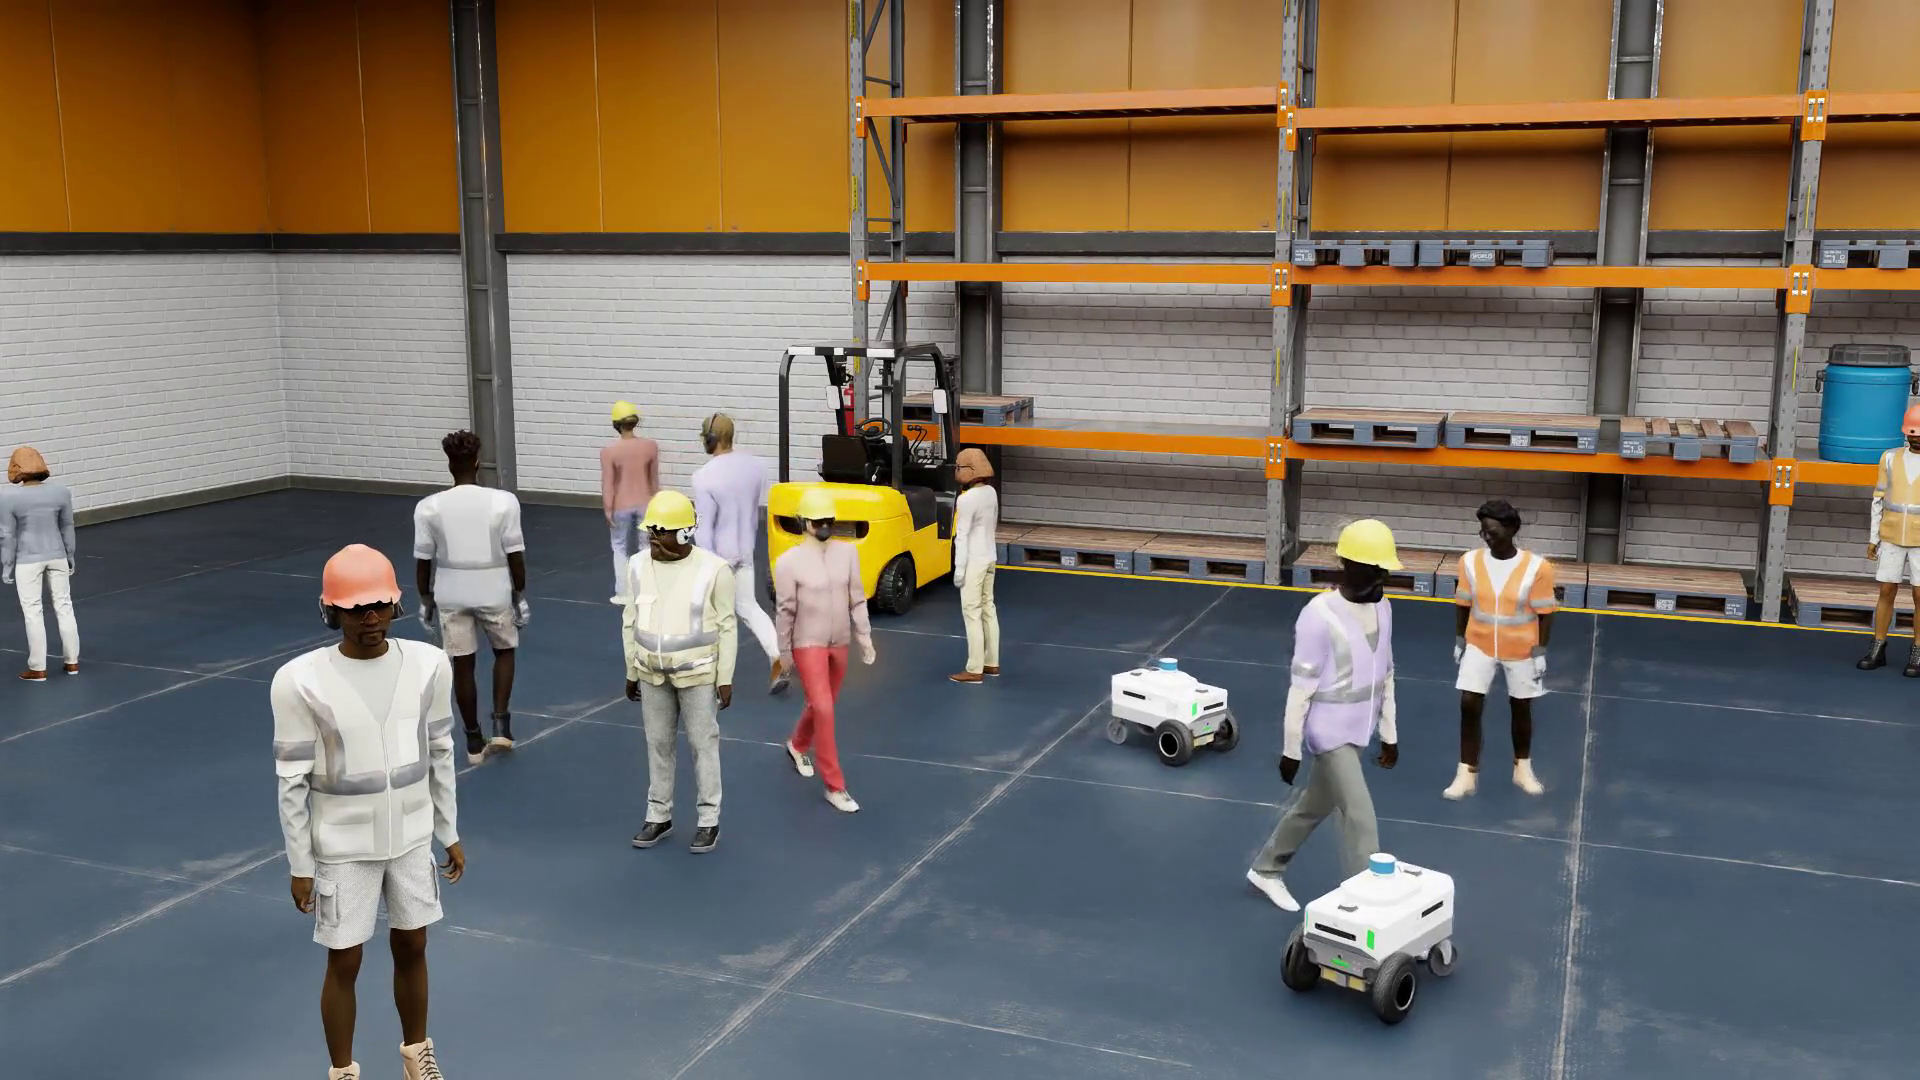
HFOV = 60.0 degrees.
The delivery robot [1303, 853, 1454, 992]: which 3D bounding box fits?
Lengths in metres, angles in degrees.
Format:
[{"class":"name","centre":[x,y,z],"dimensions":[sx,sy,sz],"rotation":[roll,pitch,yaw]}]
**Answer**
[{"class":"delivery robot","centre":[1.707,1.516,6.753],"dimensions":[0.477,0.478,0.707],"rotation":[10,14,43]}]

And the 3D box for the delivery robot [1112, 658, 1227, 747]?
[{"class":"delivery robot","centre":[1.240,0.948,9.916],"dimensions":[0.477,0.478,0.707],"rotation":[-9,13,-41]}]

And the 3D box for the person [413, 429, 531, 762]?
[{"class":"person","centre":[-2.848,0.325,9.730],"dimensions":[0.645,1.953,0.456],"rotation":[-2,10,-11]}]

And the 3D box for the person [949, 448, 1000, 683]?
[{"class":"person","centre":[0.107,0.176,11.503],"dimensions":[0.280,1.625,0.493],"rotation":[5,11,27]}]

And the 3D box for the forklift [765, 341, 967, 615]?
[{"class":"forklift","centre":[-0.739,-0.602,14.246],"dimensions":[1.214,2.155,2.313],"rotation":[4,11,21]}]

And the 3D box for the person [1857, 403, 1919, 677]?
[{"class":"person","centre":[6.652,-0.004,11.651],"dimensions":[0.372,1.929,0.543],"rotation":[-10,14,-43]}]

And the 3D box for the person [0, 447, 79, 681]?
[{"class":"person","centre":[-6.391,0.164,11.548],"dimensions":[0.289,1.632,0.497],"rotation":[8,13,37]}]

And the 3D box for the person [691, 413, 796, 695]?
[{"class":"person","centre":[-1.514,0.105,11.095],"dimensions":[0.867,1.918,0.629],"rotation":[8,13,39]}]

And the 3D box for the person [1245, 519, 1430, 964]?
[{"class":"person","centre":[1.653,0.815,7.274],"dimensions":[1.014,1.874,0.590],"rotation":[10,14,43]}]

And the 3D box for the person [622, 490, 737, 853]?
[{"class":"person","centre":[-1.405,0.652,8.275],"dimensions":[0.597,1.827,0.403],"rotation":[3,11,16]}]

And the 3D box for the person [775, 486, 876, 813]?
[{"class":"person","centre":[-0.787,0.547,9.115],"dimensions":[0.520,1.733,0.858],"rotation":[-9,13,-40]}]

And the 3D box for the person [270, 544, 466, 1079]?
[{"class":"person","centre":[-1.976,1.017,5.647],"dimensions":[0.607,2.044,0.378],"rotation":[-8,13,-39]}]

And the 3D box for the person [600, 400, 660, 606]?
[{"class":"person","centre":[-2.689,-0.282,13.707],"dimensions":[0.532,1.743,0.678],"rotation":[-6,12,-31]}]

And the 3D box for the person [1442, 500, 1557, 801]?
[{"class":"person","centre":[2.956,0.597,9.059],"dimensions":[0.553,1.669,0.585],"rotation":[6,12,31]}]
